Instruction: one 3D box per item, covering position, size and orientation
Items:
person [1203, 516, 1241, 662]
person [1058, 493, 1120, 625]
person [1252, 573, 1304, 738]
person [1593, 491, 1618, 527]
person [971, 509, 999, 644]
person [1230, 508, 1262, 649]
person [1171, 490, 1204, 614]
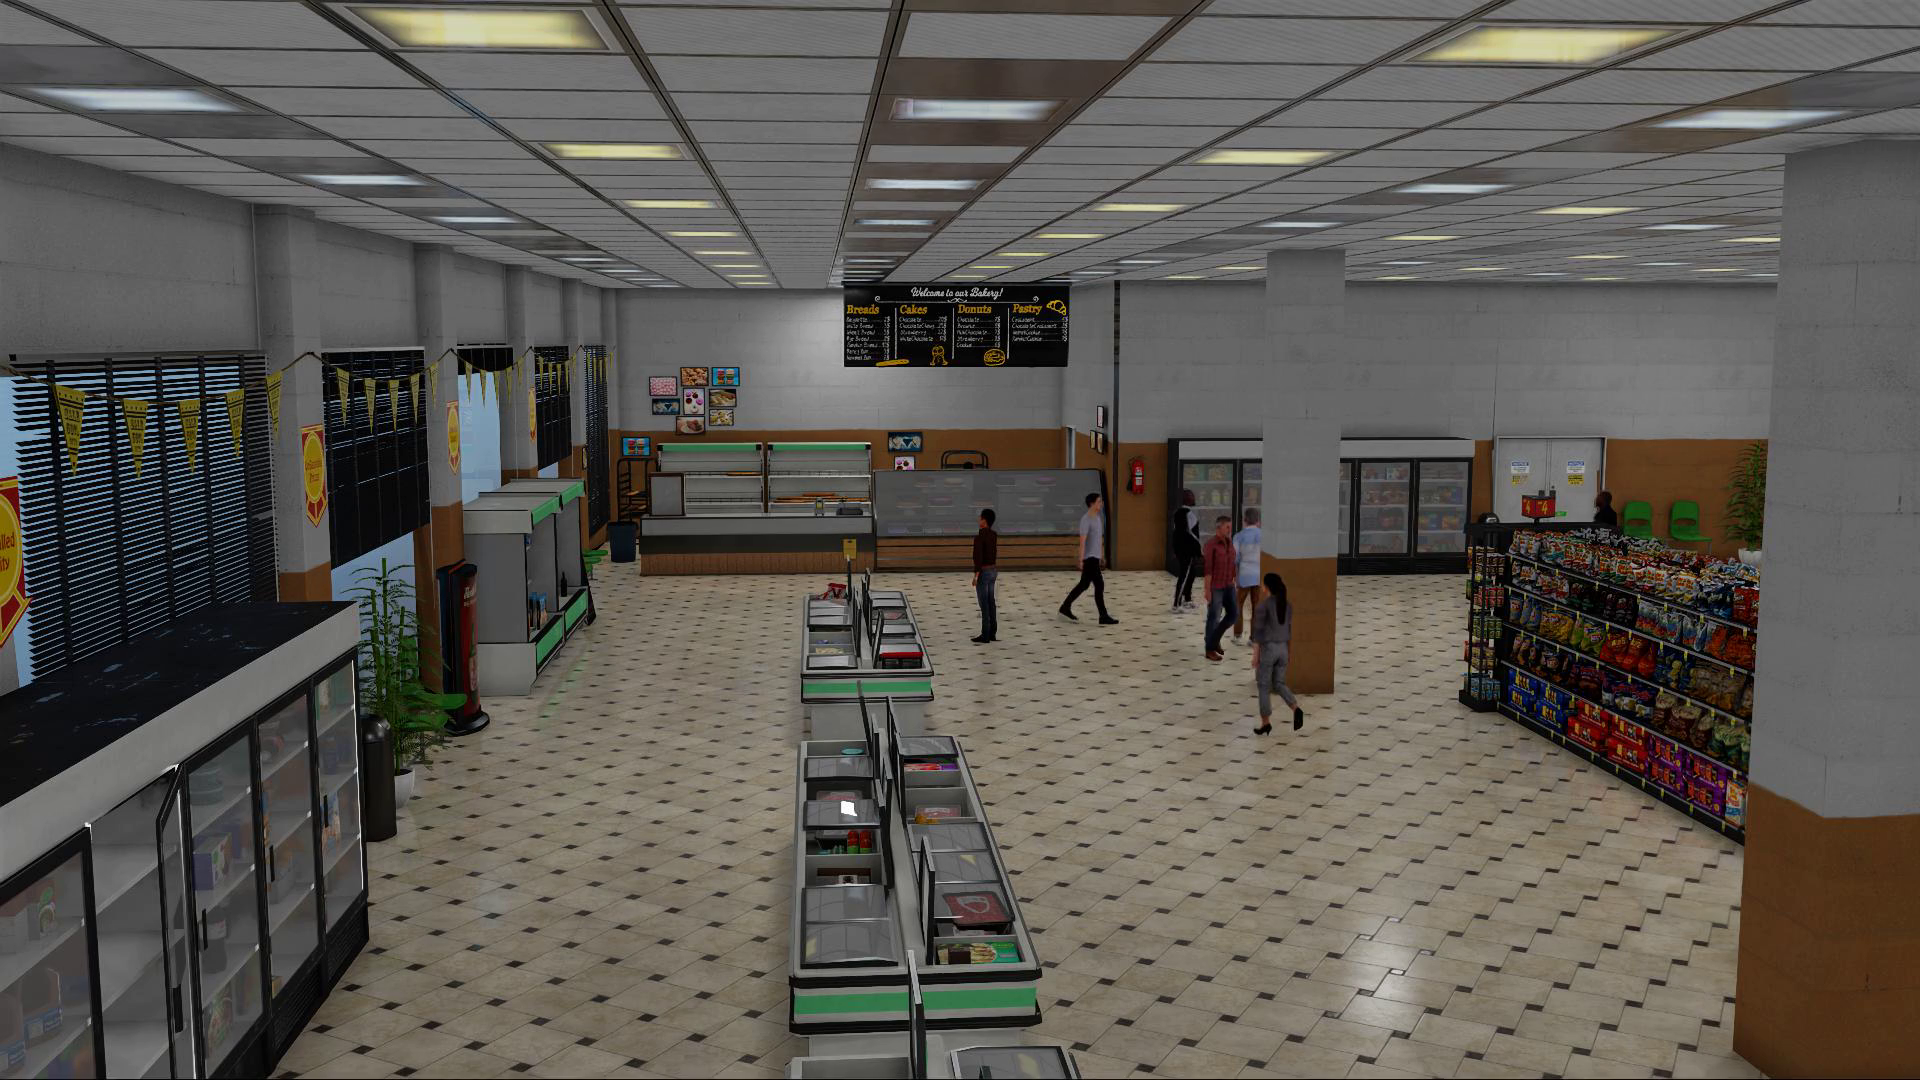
[{"bbox_3d":[3.188,0.591,20.881,0.867,1.817,0.906,-5,9,-38],"label":"person"},{"bbox_3d":[1.745,0.275,23.431,1.138,1.833,1.233,3,8,24],"label":"person"},{"bbox_3d":[3.184,1.178,16.662,0.833,1.664,0.956,-4,8,-32],"label":"person"},{"bbox_3d":[9.407,0.226,24.088,1.157,1.773,1.198,4,8,29],"label":"person"},{"bbox_3d":[0.352,0.465,22.068,0.778,1.783,0.676,4,8,31],"label":"person"},{"bbox_3d":[3.809,0.507,21.618,0.673,1.807,0.751,0,7,-4],"label":"person"},{"bbox_3d":[3.214,0.171,24.356,0.854,1.816,0.781,-2,7,-19],"label":"person"}]
